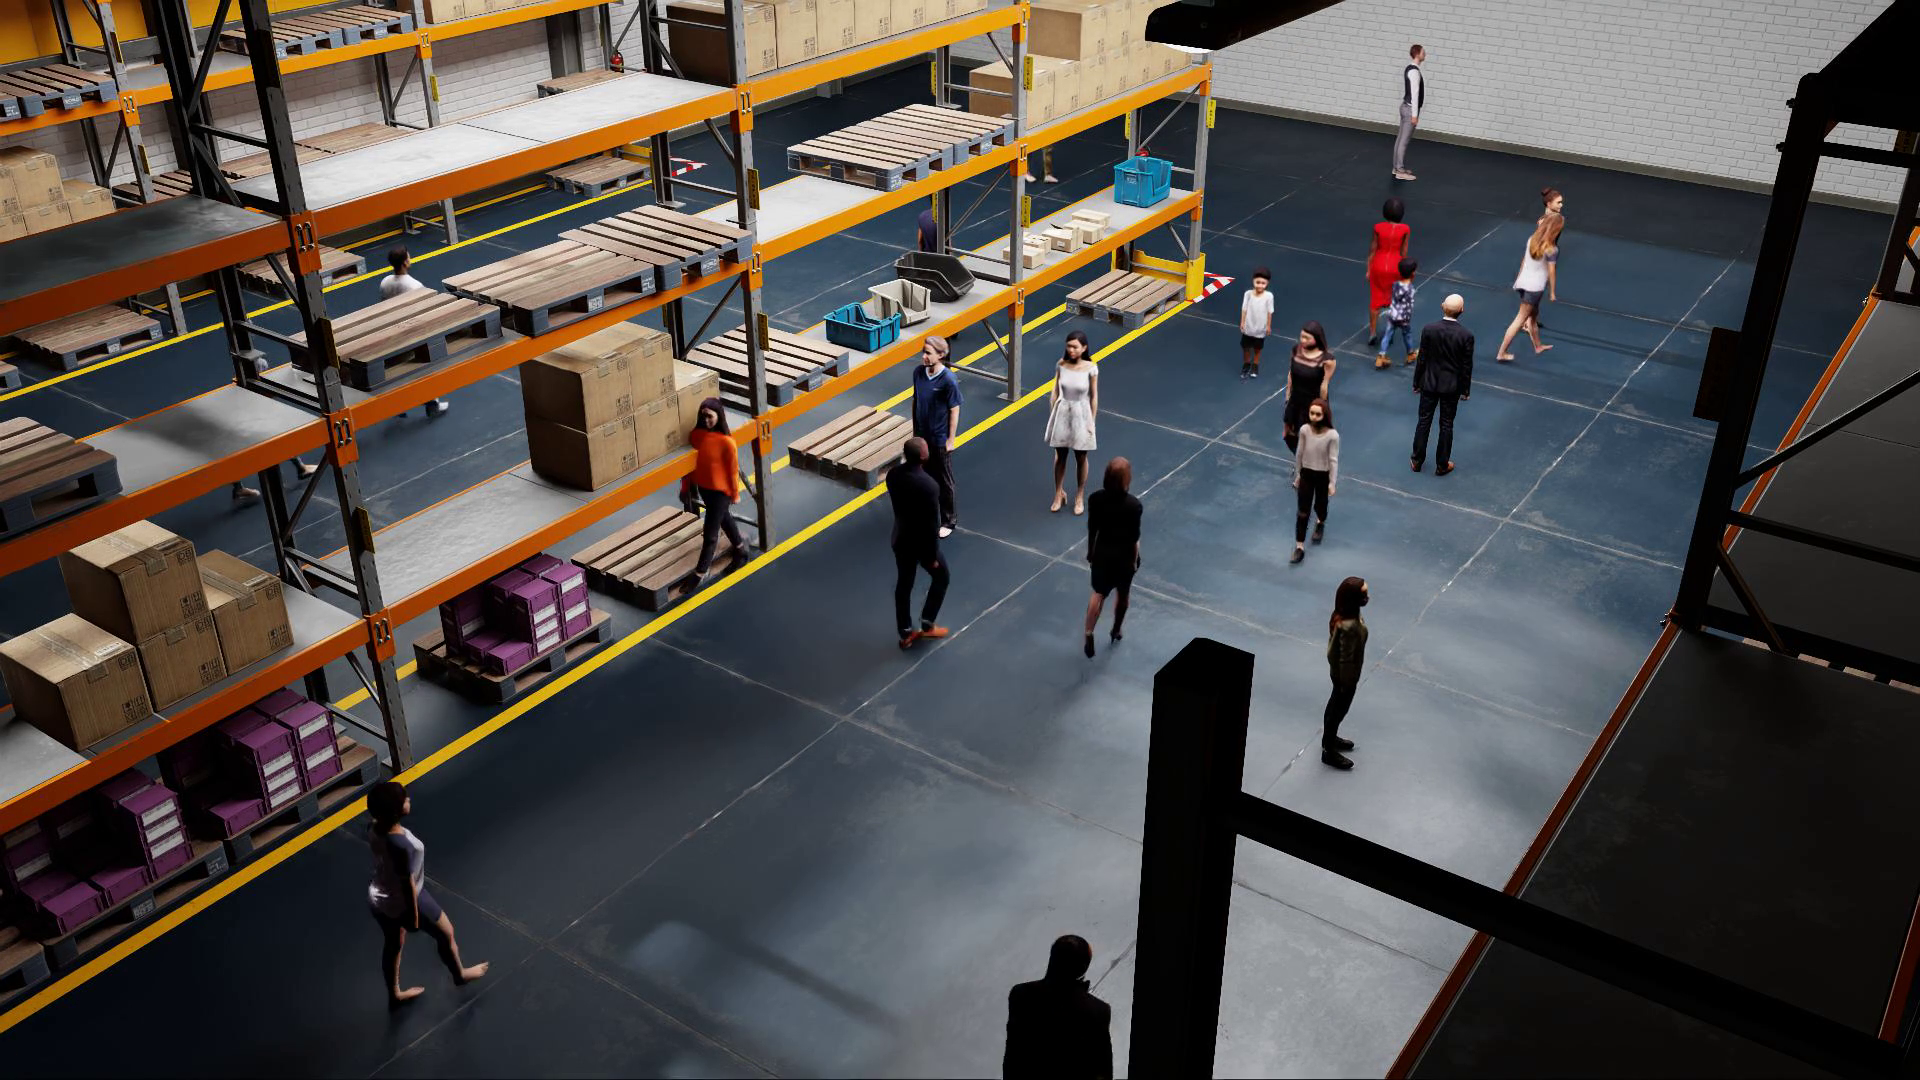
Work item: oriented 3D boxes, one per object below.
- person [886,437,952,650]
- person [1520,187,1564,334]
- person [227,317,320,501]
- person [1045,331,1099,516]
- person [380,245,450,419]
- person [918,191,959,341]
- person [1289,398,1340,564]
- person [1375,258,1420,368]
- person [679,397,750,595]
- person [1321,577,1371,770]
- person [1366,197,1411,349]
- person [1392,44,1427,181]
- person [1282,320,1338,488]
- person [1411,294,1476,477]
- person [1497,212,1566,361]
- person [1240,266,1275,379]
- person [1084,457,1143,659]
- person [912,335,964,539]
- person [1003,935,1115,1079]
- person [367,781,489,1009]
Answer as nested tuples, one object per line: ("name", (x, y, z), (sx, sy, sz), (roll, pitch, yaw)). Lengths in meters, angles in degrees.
("person", (-0.408, 0.064, 12.989), (0.775, 1.807, 0.740), (25, 37, 38))
("person", (6.698, -3.226, 19.158), (0.635, 1.675, 0.489), (17, 33, 29))
("person", (-6.567, -1.184, 15.337), (0.672, 1.749, 1.165), (22, 36, 35))
("person", (1.030, -1.064, 15.091), (0.716, 1.774, 0.720), (10, 30, 17))
("person", (-5.573, -2.051, 16.823), (0.780, 1.847, 0.962), (12, 31, 21))
("person", (-0.275, -3.138, 18.882), (0.680, 1.784, 0.573), (25, 37, 37))
("person", (3.133, -0.563, 14.502), (0.656, 1.458, 1.003), (13, 31, 22))
("person", (4.782, -2.469, 18.236), (0.871, 1.229, 0.630), (-20, 35, -33))
("person", (-2.000, -0.427, 14.000), (0.642, 1.701, 1.118), (20, 35, 32))
("person", (2.723, 0.913, 11.779), (0.708, 1.475, 0.568), (7, 29, 12))
("person", (4.752, -2.984, 18.645), (0.643, 1.741, 0.648), (4, 29, 8))
("person", (6.654, -6.358, 24.625), (0.806, 1.937, 0.689), (2, 29, 4))
("person", (3.301, -1.282, 15.568), (0.696, 1.700, 0.694), (-25, 37, -38))
("person", (4.579, -1.480, 15.827), (0.726, 1.800, 0.635), (13, 31, 22))
("person", (6.193, -2.730, 18.252), (1.064, 1.672, 0.960), (-9, 30, -17))
("person", (3.222, -2.385, 18.062), (0.572, 1.247, 0.603), (8, 30, 14))
("person", (1.168, 0.179, 12.903), (0.707, 1.687, 0.991), (12, 31, 21))
("person", (-0.228, -0.938, 14.757), (0.669, 1.872, 0.554), (21, 35, 33))
("person", (0.443, 2.734, 8.018), (0.944, 1.880, 1.201), (6, 29, 11))
("person", (-3.279, 2.079, 9.566), (0.609, 1.547, 0.823), (22, 36, 35))
